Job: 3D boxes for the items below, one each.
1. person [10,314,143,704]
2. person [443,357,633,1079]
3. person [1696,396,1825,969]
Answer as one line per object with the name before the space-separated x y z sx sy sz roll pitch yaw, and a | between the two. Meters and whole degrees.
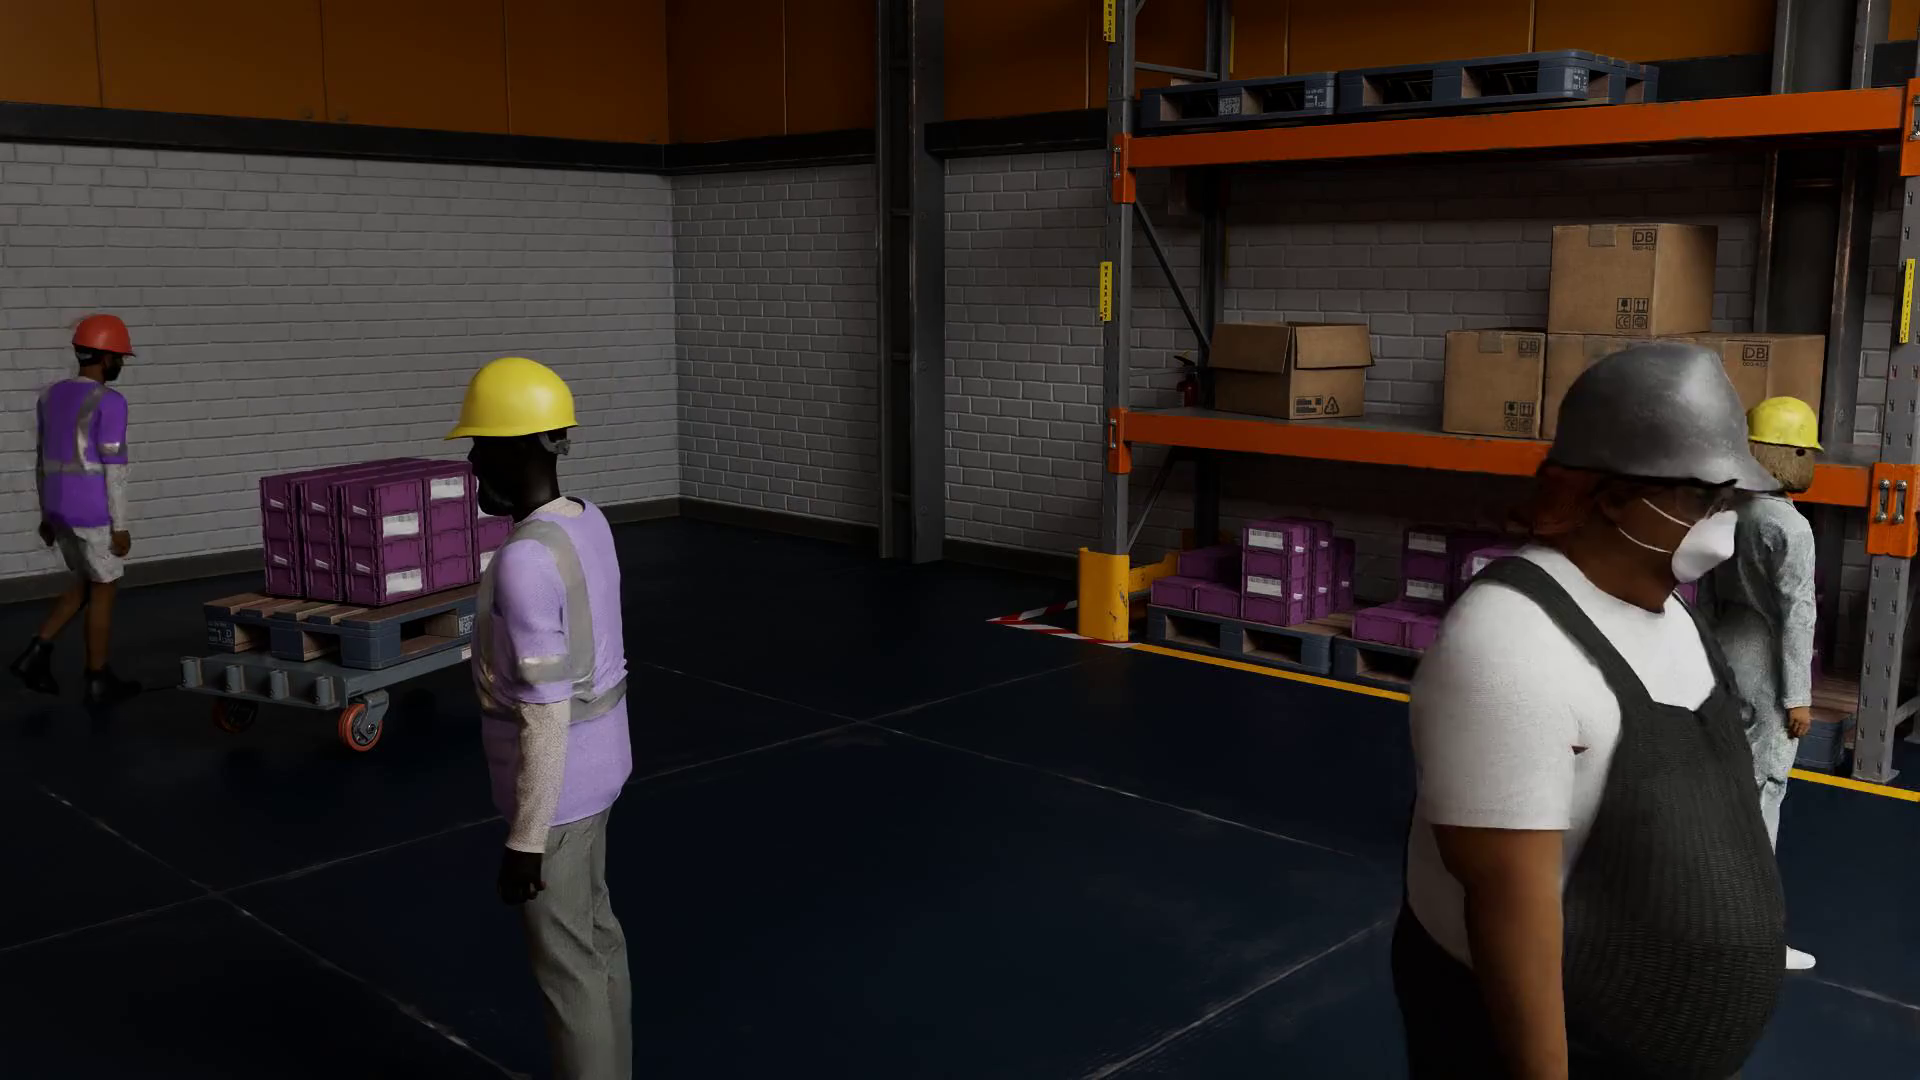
person | -4.224 -0.134 8.062 0.552 1.908 0.575 6 11 31
person | -0.947 0.551 3.782 0.383 1.924 0.594 0 9 -1
person | 2.445 0.429 5.103 0.303 1.740 0.485 -2 9 -10
